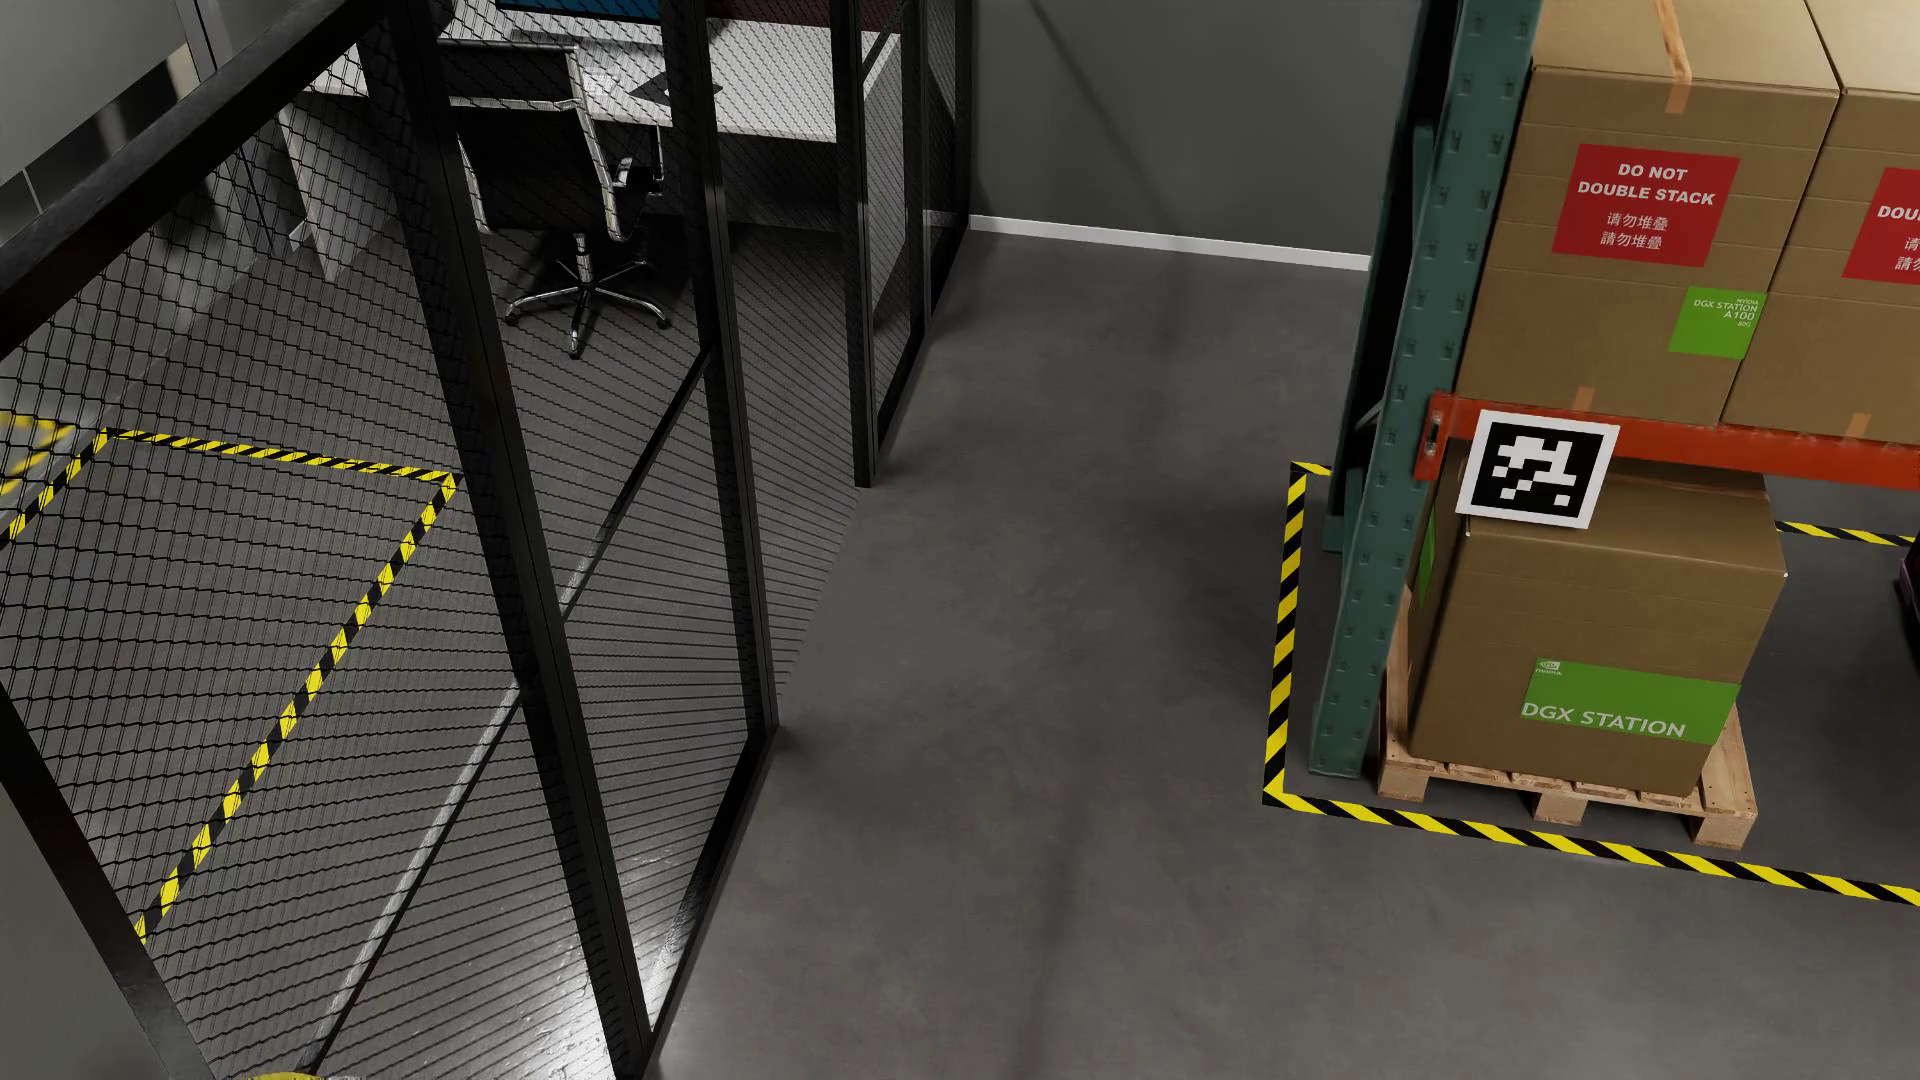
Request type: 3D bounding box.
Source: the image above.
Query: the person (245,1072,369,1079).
[{"bbox_3d":[-0.673,1.232,2.159,0.594,1.832,0.403,14,43,16],"label":"person"}]
